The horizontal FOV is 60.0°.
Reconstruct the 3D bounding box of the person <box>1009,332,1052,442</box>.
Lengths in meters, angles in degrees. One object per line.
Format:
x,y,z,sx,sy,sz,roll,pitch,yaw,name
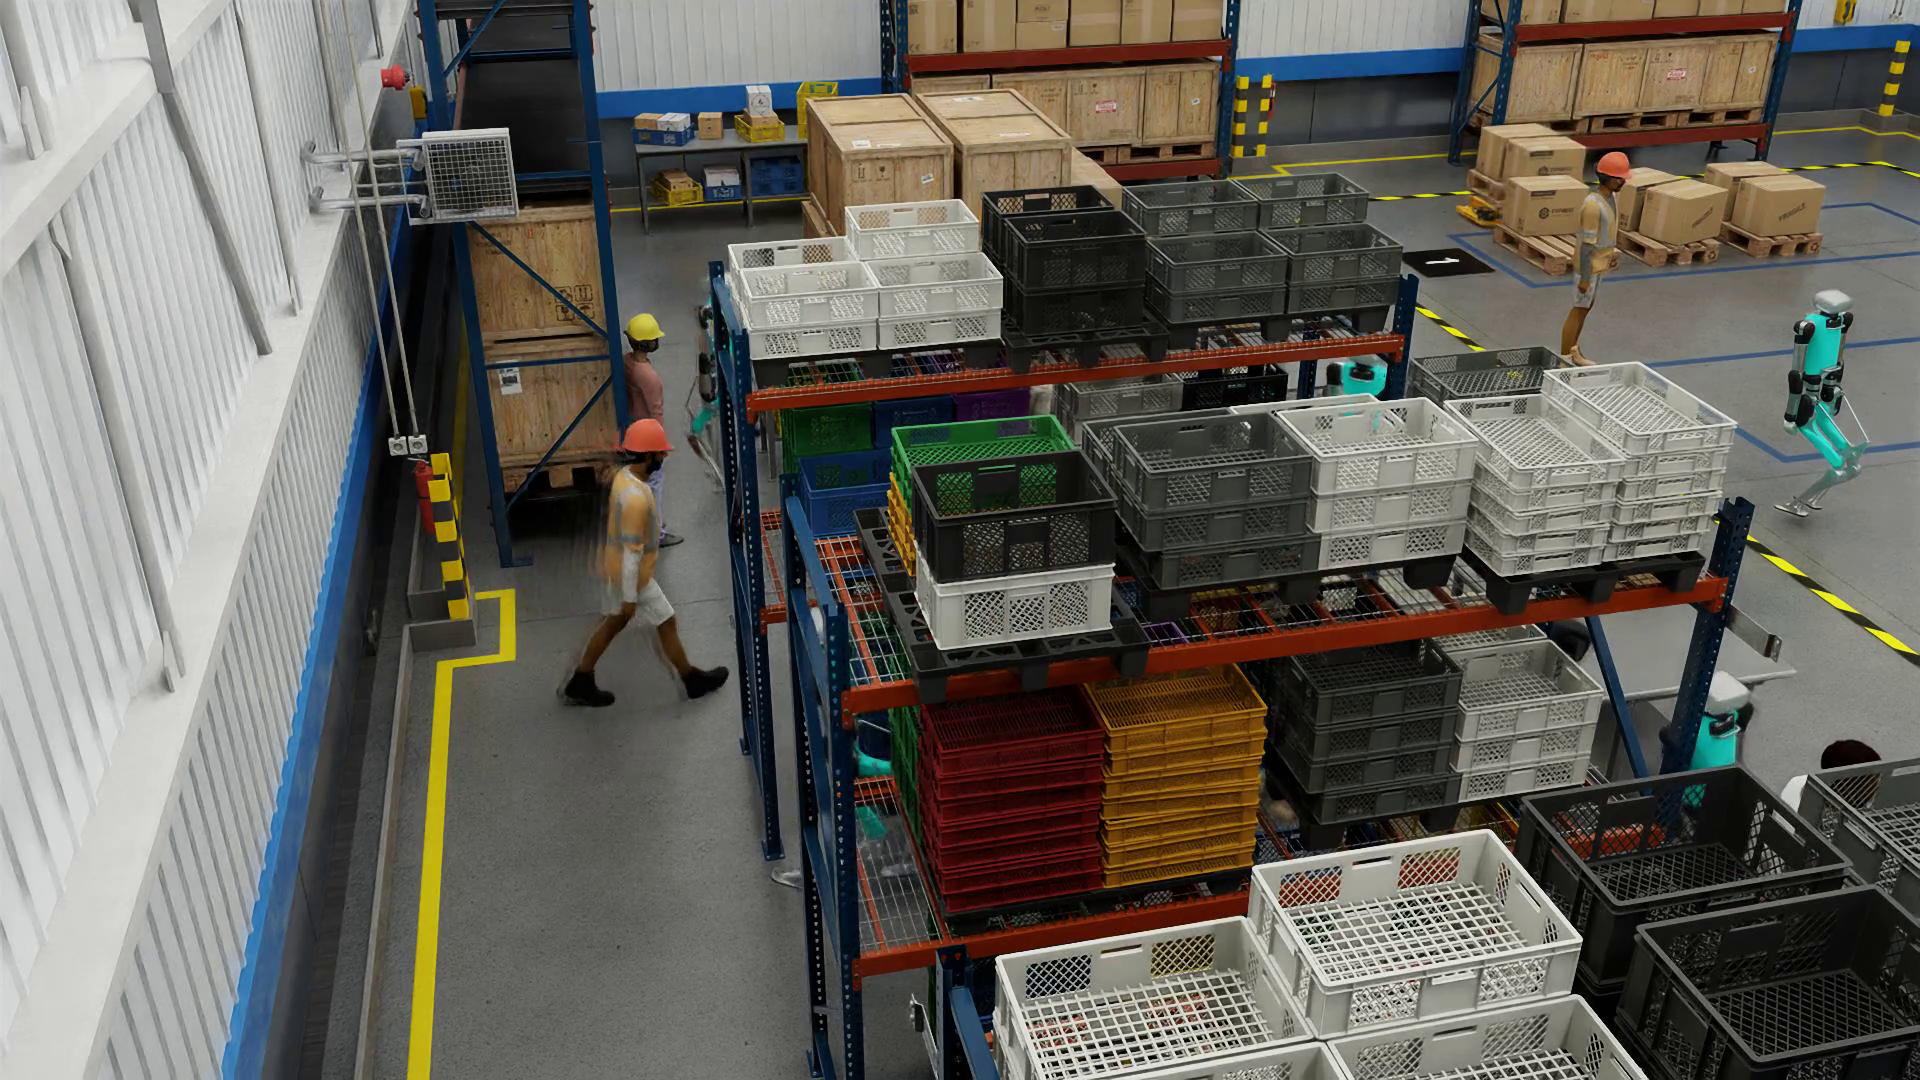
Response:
0.436,-0.633,11.574,0.505,1.836,0.332,24,36,37,person

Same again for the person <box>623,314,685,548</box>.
-2.229,-0.783,11.934,0.334,1.762,0.521,-17,32,-30,person

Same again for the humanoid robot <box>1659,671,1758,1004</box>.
3.528,1.496,7.616,0.549,1.753,0.786,-16,32,-27,humanoid robot

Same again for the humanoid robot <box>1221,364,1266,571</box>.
2.103,-0.448,11.414,0.548,1.819,0.860,23,36,37,humanoid robot

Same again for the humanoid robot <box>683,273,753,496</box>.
-1.910,-1.238,12.818,0.788,1.765,0.546,21,34,35,humanoid robot

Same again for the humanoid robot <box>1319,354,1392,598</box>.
2.593,-0.418,11.325,0.530,1.807,0.797,16,32,27,humanoid robot

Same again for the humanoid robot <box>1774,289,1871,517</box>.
6.365,-0.939,12.106,0.533,1.681,0.735,-14,31,-25,humanoid robot

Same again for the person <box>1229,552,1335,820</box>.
1.691,0.762,8.945,0.759,1.809,0.639,-4,28,-8,person

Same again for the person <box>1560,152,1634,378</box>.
5.634,-2.433,14.763,0.373,2.040,0.613,16,32,28,person

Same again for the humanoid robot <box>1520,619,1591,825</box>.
2.927,1.116,8.413,0.317,1.648,0.616,3,28,6,humanoid robot

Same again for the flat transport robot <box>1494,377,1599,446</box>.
4.780,-1.036,14.013,0.659,0.231,1.431,-6,28,-12,flat transport robot

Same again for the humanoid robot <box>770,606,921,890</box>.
-0.465,1.103,8.374,1.044,1.728,0.553,-1,28,-3,humanoid robot

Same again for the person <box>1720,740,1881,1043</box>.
3.545,1.654,7.152,0.381,1.910,0.590,7,29,13,person

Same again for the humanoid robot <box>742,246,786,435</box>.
-1.521,-1.667,13.745,0.777,1.629,0.596,-15,31,-25,humanoid robot

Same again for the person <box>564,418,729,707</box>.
-1.975,0.179,9.987,1.007,1.880,0.591,-9,29,-17,person

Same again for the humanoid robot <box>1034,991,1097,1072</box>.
0.379,2.310,6.166,0.615,1.636,0.601,-8,29,-15,humanoid robot

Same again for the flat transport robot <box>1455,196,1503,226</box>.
6.584,-3.884,19.386,1.431,0.197,0.652,-6,28,-12,flat transport robot
